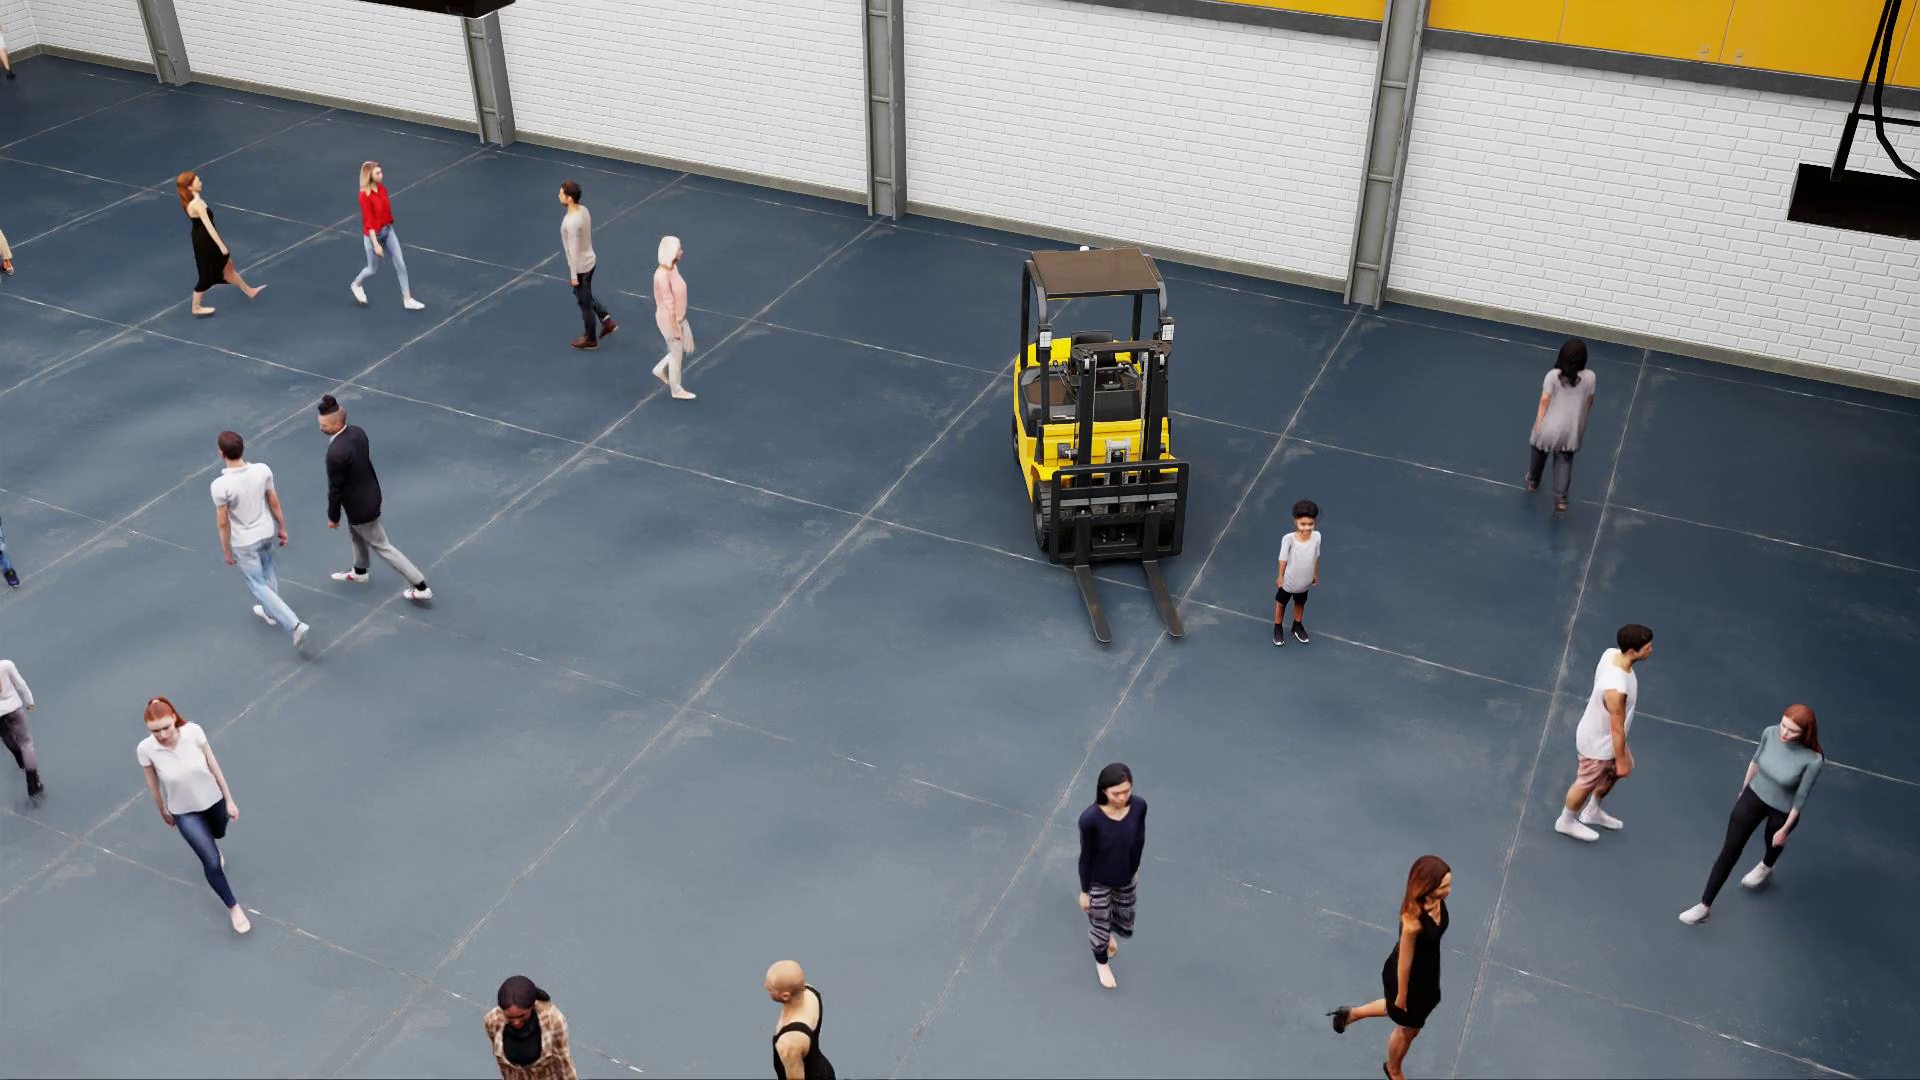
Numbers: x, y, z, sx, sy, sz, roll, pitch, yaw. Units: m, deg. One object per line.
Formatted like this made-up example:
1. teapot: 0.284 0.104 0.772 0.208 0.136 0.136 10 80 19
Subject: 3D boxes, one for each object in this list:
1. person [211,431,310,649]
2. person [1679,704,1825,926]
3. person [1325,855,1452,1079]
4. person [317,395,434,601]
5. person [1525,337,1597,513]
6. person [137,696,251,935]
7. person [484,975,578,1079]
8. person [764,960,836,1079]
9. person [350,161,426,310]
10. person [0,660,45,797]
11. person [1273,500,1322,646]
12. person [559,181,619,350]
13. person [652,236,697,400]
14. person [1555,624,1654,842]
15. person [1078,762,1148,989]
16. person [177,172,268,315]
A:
1. person: -5.443 0.029 12.928 1.177 1.823 0.803 22 40 30
2. person: 5.188 1.701 10.543 1.073 1.679 1.201 -20 38 -27
3. person: 2.451 2.420 9.335 0.870 1.819 0.650 21 39 28
4. person: -4.717 -0.283 13.317 1.284 1.913 1.037 4 34 5
5. person: 5.309 -0.983 14.672 1.052 1.579 0.921 3 34 5
6. person: -4.877 1.648 10.602 0.925 1.701 1.206 -25 41 -33
7. person: -2.196 2.828 8.795 1.122 1.738 1.024 -3 34 -5
8. person: -0.715 2.892 8.662 1.123 1.777 0.861 6 34 9
9. person: -6.357 -3.274 18.028 1.093 1.679 0.666 12 35 17
10. person: -6.668 1.236 11.619 0.856 1.261 0.948 -14 36 -20
11. person: 2.662 0.240 13.117 0.564 1.262 0.638 -4 34 -7
12. person: -3.825 -2.827 17.190 0.897 1.863 0.828 0 34 1
13. person: -2.911 -2.171 16.338 0.782 1.713 0.722 4 34 6
14. person: 4.208 1.287 11.080 0.665 1.774 0.643 14 36 20
15. person: 0.872 1.972 10.095 0.762 1.723 0.824 -10 35 -15
16. person: -8.227 -3.160 17.944 1.037 1.581 1.083 -18 38 -25
